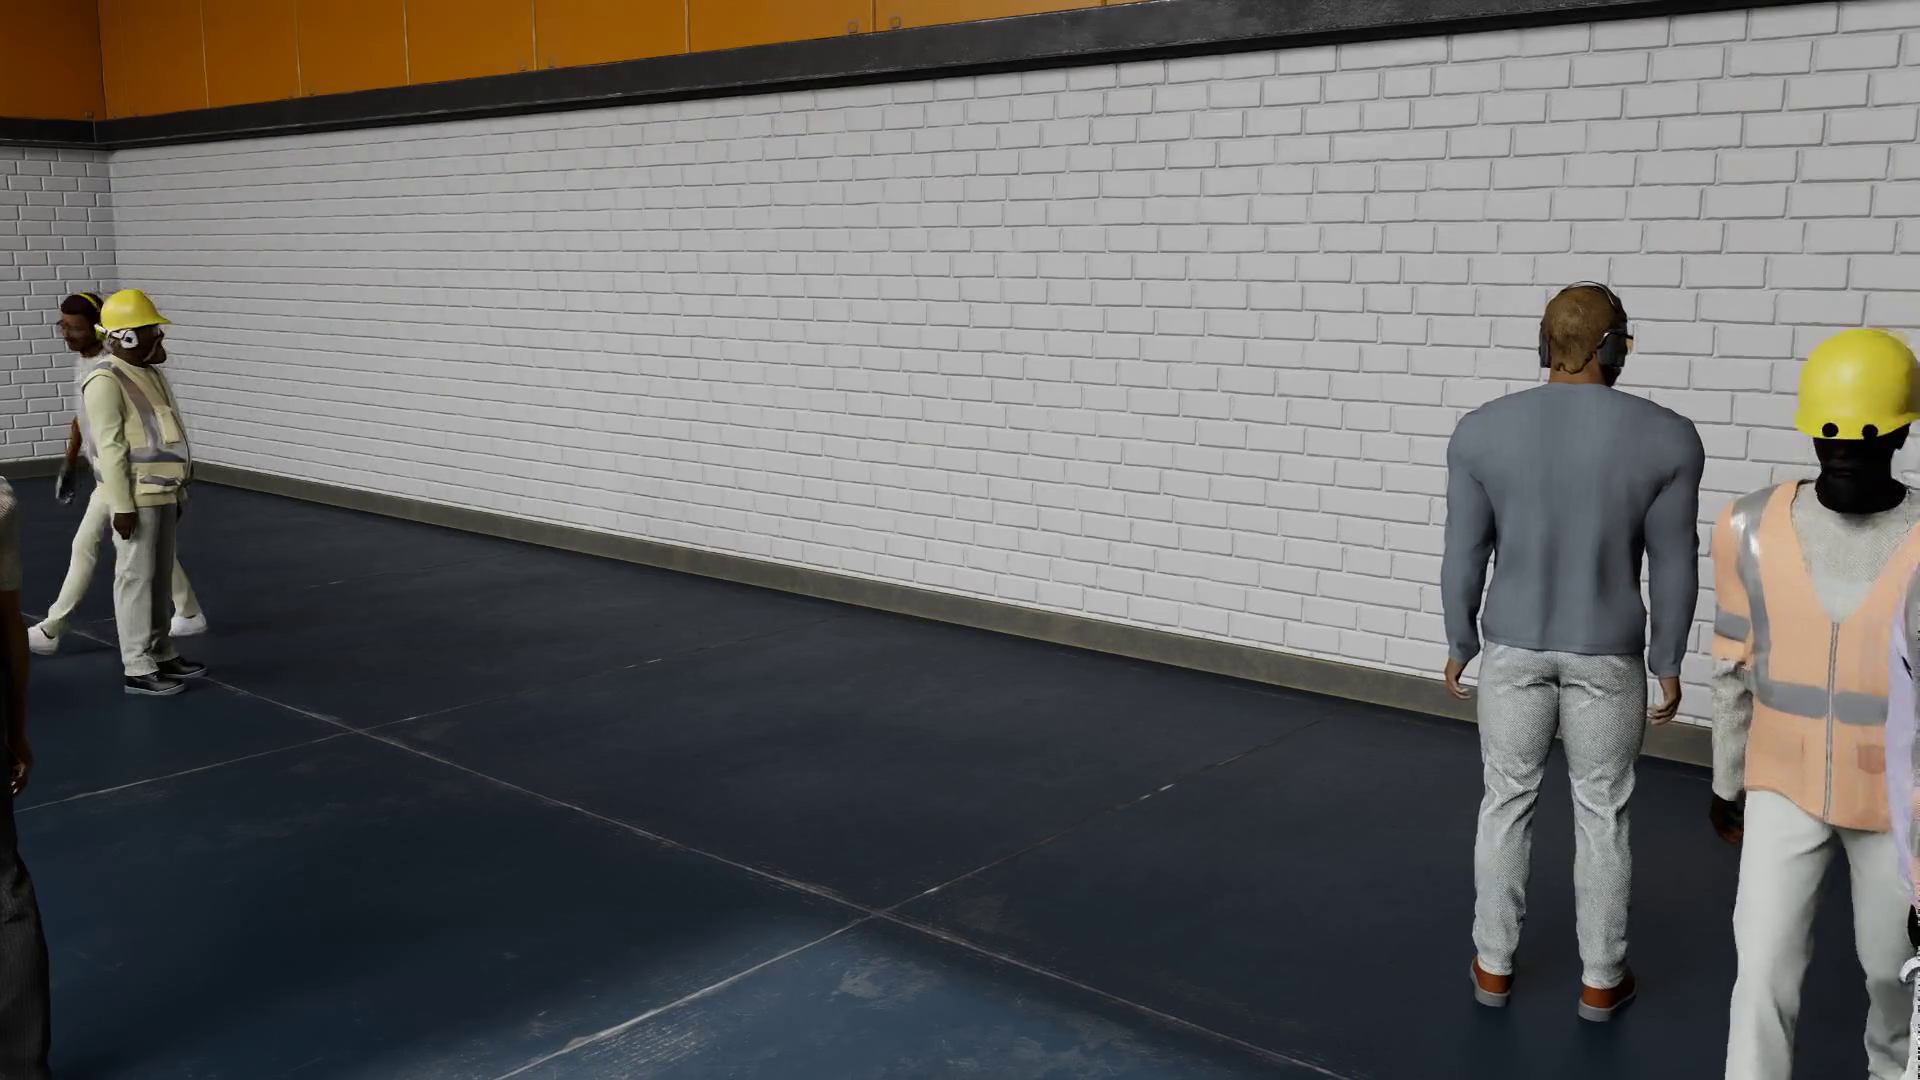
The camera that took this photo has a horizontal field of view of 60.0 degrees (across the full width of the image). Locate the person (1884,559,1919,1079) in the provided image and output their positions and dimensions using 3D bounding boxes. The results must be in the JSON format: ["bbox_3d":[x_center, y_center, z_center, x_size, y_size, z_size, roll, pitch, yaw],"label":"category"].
[{"bbox_3d":[1.776,0.645,2.684,0.430,1.840,0.625,-2,10,-11],"label":"person"}]

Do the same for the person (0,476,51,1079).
[{"bbox_3d":[-2.304,0.468,3.675,0.346,1.846,0.505,5,11,27],"label":"person"}]

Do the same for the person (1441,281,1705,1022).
[{"bbox_3d":[1.585,0.298,4.383,0.631,1.935,0.362,5,11,24],"label":"person"}]

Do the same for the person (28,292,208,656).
[{"bbox_3d":[-4.327,-0.329,8.339,1.014,1.796,0.554,-8,13,-37],"label":"person"}]

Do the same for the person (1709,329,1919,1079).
[{"bbox_3d":[1.856,0.497,3.453,0.621,1.876,0.977,9,13,41],"label":"person"}]

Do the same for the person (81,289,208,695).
[{"bbox_3d":[-3.719,-0.218,7.604,0.404,1.836,0.598,-1,10,-5],"label":"person"}]
